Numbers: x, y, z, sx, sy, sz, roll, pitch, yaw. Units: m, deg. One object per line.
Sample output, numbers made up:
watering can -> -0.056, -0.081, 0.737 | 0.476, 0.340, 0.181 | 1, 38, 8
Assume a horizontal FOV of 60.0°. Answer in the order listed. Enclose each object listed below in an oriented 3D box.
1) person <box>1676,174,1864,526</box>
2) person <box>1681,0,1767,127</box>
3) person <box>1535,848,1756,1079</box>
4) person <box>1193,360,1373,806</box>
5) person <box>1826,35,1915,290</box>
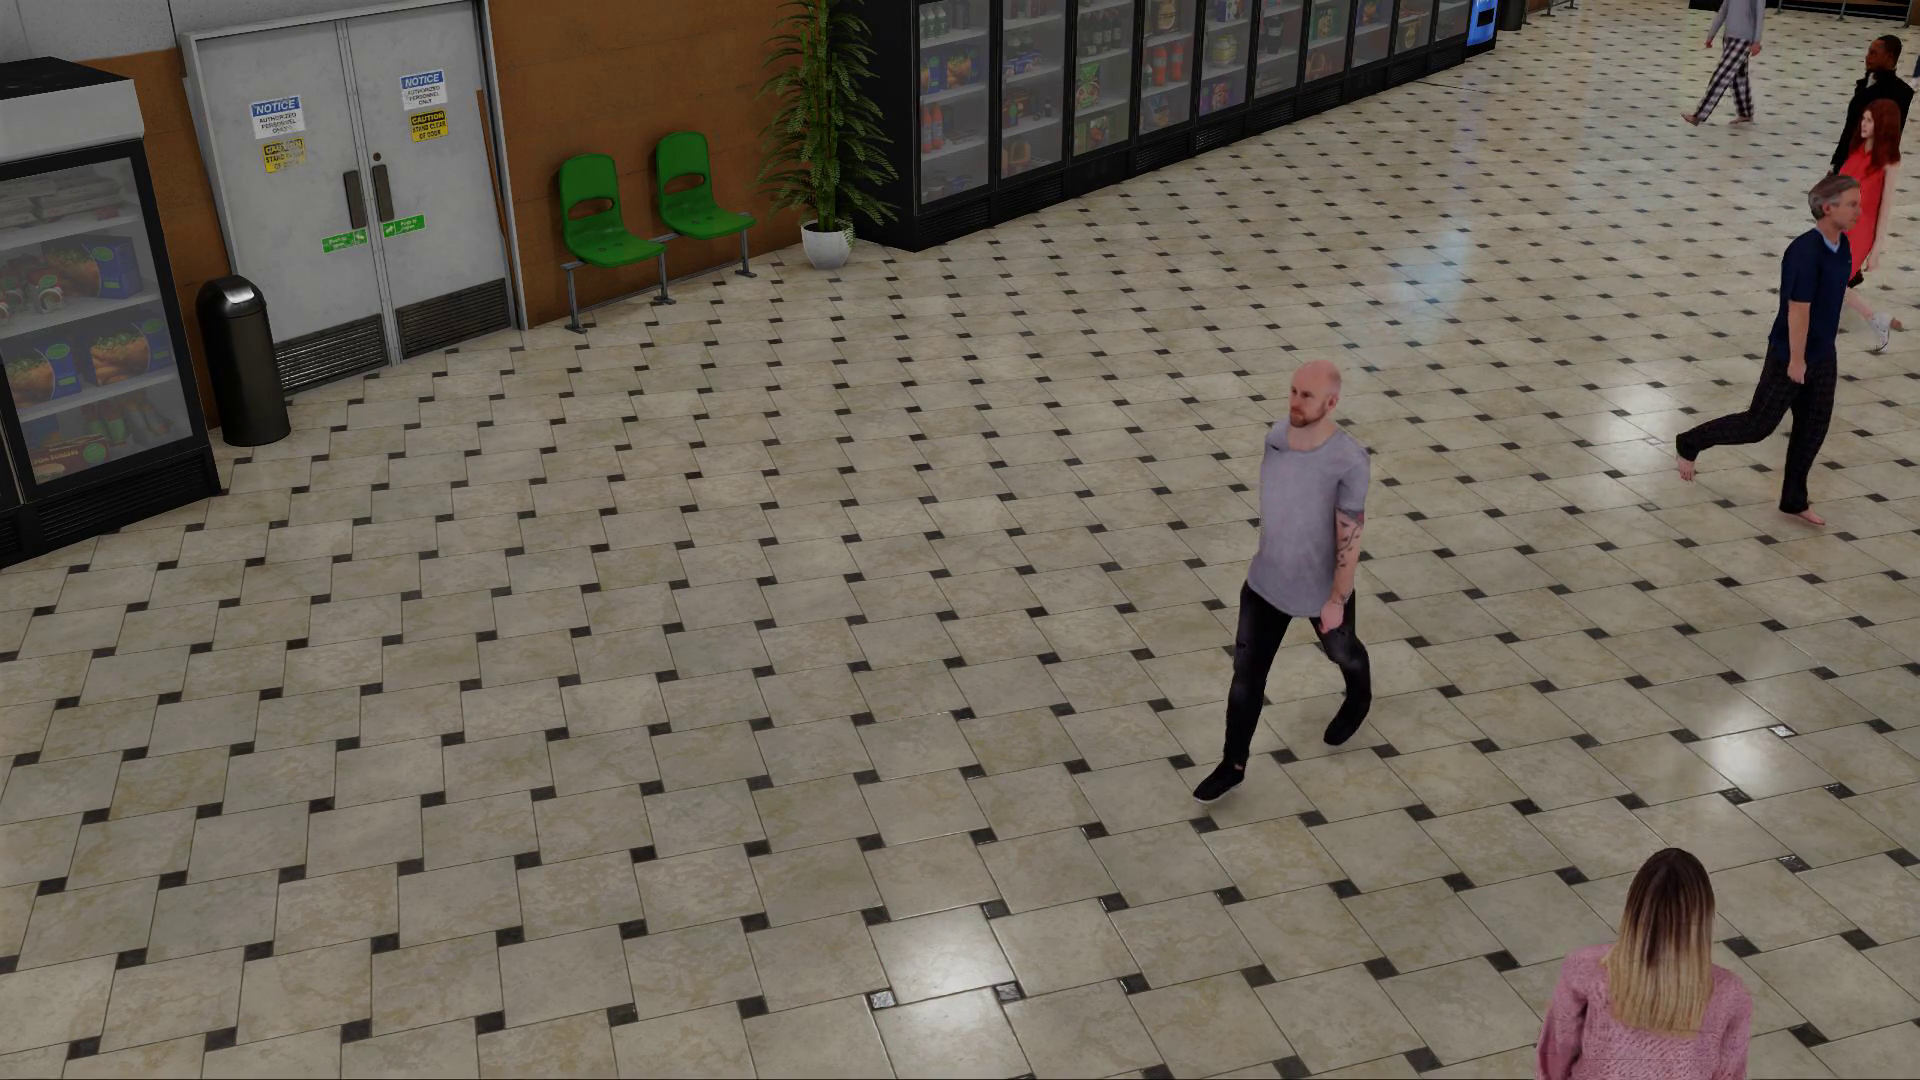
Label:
person -> 4.342, -1.006, 8.806 | 0.827, 1.845, 1.139 | -19, 32, -32
person -> 7.984, -5.086, 16.903 | 1.150, 1.799, 1.197 | -7, 28, -13
person -> 1.617, 1.507, 4.033 | 0.695, 1.680, 0.781 | 10, 29, 20
person -> 1.420, 0.147, 6.599 | 0.832, 1.786, 1.214 | -23, 35, -37
person -> 6.603, -2.660, 12.027 | 0.897, 1.883, 0.850 | -1, 27, -1
